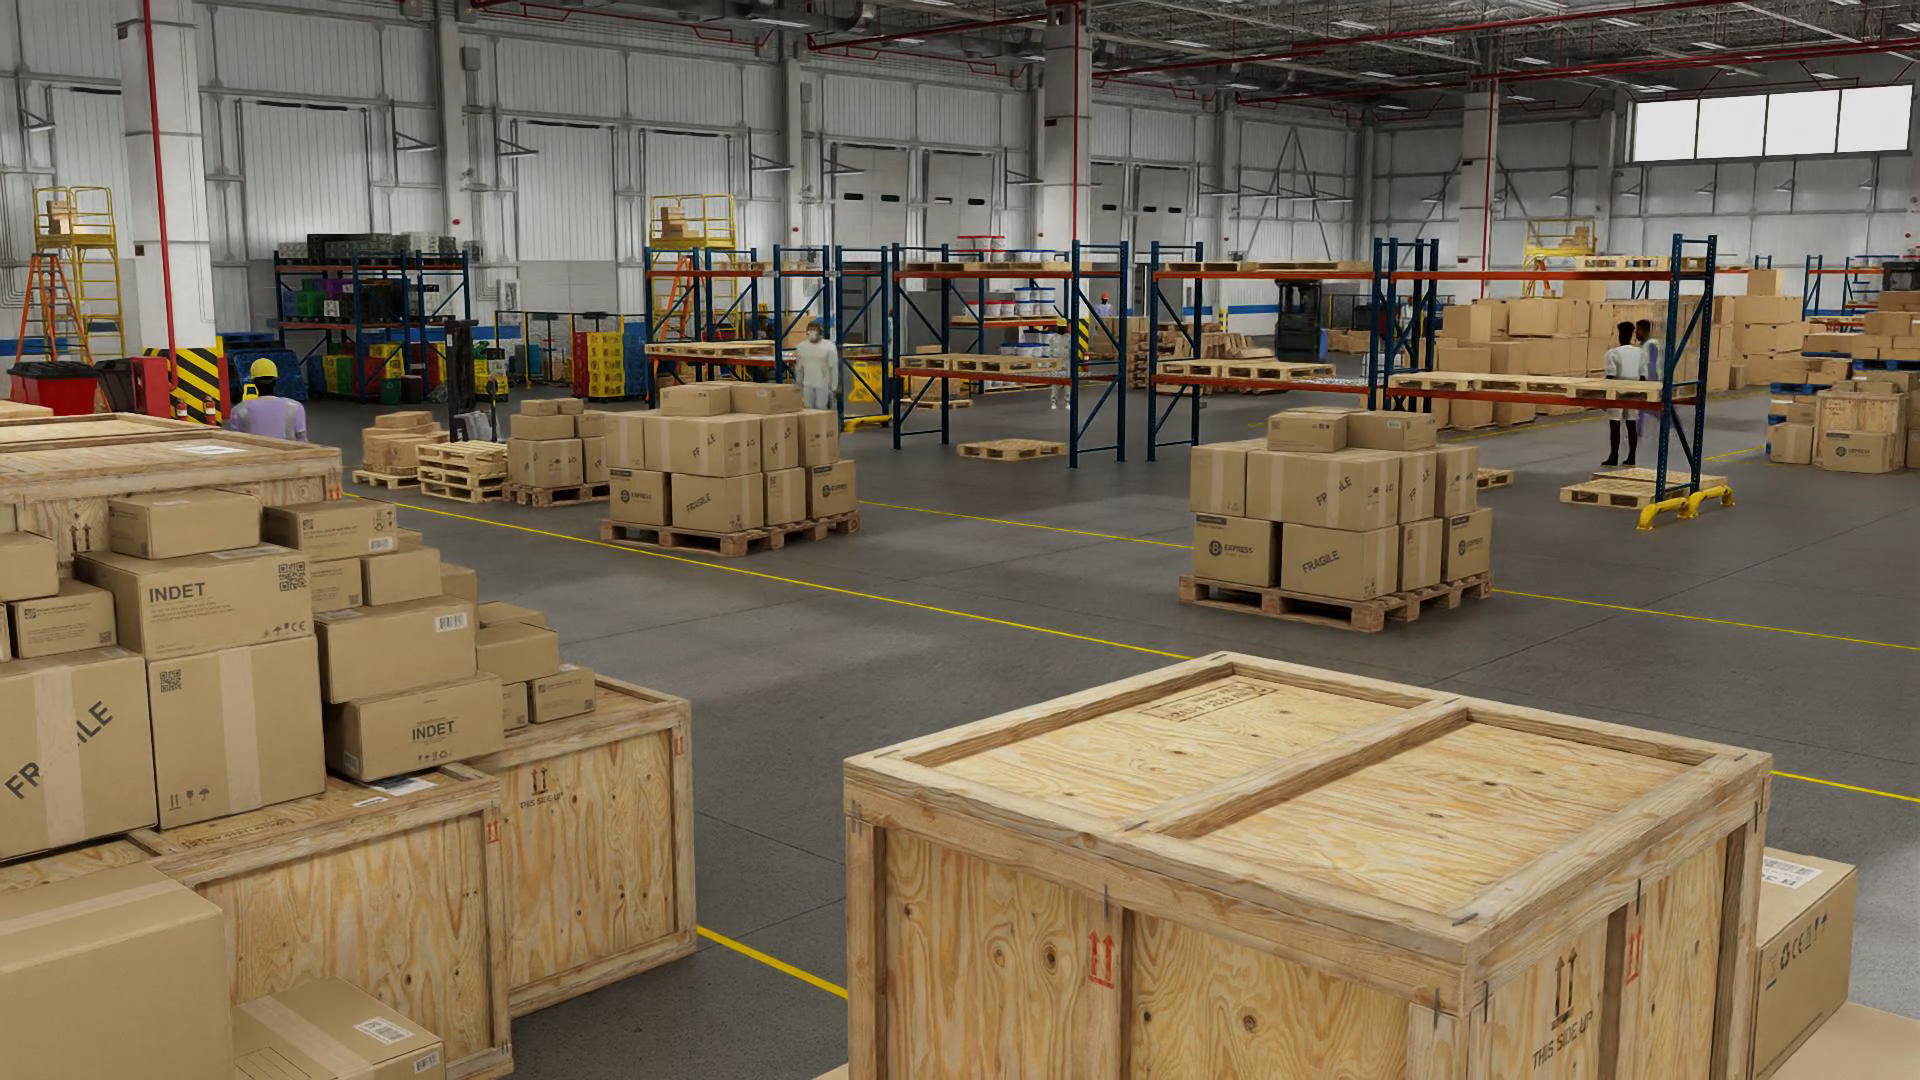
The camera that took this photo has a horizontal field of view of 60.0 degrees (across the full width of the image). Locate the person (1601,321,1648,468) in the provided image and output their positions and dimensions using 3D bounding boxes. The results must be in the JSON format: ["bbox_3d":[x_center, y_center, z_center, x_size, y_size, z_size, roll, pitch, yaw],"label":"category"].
[{"bbox_3d":[8.849,-1.936,22.206,0.614,1.963,0.362,-2,9,-10],"label":"person"}]

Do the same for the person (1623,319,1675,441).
[{"bbox_3d":[10.638,-2.446,25.555,0.665,1.894,0.610,0,9,1],"label":"person"}]

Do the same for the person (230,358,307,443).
[{"bbox_3d":[-5.732,-0.547,13.848,0.586,1.918,0.397,-3,10,-20],"label":"person"}]

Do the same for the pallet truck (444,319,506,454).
[{"bbox_3d":[-6.981,-1.942,22.150,1.885,1.965,0.823,1,9,9],"label":"pallet truck"}]

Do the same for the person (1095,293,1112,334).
[{"bbox_3d":[4.433,-6.653,51.261,0.543,1.929,0.384,-1,9,-8],"label":"person"}]

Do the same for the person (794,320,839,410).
[{"bbox_3d":[-2.084,-2.226,24.129,0.637,1.926,0.440,3,10,18],"label":"person"}]

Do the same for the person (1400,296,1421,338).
[{"bbox_3d":[13.667,-6.475,50.463,0.583,1.831,0.994,1,9,9],"label":"person"}]

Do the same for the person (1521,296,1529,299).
[{"bbox_3d":[15.548,-5.822,46.258,0.893,1.910,0.634,6,11,32],"label":"person"}]

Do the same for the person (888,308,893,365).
[{"bbox_3d":[-1.792,-5.266,43.654,0.314,1.634,0.517,3,10,19],"label":"person"}]

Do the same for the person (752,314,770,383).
[{"bbox_3d":[-3.615,-3.222,30.565,0.465,1.835,0.531,2,9,10],"label":"person"}]

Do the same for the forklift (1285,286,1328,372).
[{"bbox_3d":[8.903,-5.821,43.236,1.129,2.768,1.873,4,10,23],"label":"forklift"}]

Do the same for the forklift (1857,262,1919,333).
[{"bbox_3d":[23.395,-5.530,41.453,1.129,2.768,1.873,0,9,-3],"label":"forklift"}]

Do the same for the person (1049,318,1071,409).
[{"bbox_3d":[1.919,-3.338,31.511,0.484,1.738,0.321,2,9,9],"label":"person"}]

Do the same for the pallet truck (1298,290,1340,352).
[{"bbox_3d":[11.297,-6.951,52.861,1.885,1.965,0.823,-5,11,-29],"label":"pallet truck"}]
